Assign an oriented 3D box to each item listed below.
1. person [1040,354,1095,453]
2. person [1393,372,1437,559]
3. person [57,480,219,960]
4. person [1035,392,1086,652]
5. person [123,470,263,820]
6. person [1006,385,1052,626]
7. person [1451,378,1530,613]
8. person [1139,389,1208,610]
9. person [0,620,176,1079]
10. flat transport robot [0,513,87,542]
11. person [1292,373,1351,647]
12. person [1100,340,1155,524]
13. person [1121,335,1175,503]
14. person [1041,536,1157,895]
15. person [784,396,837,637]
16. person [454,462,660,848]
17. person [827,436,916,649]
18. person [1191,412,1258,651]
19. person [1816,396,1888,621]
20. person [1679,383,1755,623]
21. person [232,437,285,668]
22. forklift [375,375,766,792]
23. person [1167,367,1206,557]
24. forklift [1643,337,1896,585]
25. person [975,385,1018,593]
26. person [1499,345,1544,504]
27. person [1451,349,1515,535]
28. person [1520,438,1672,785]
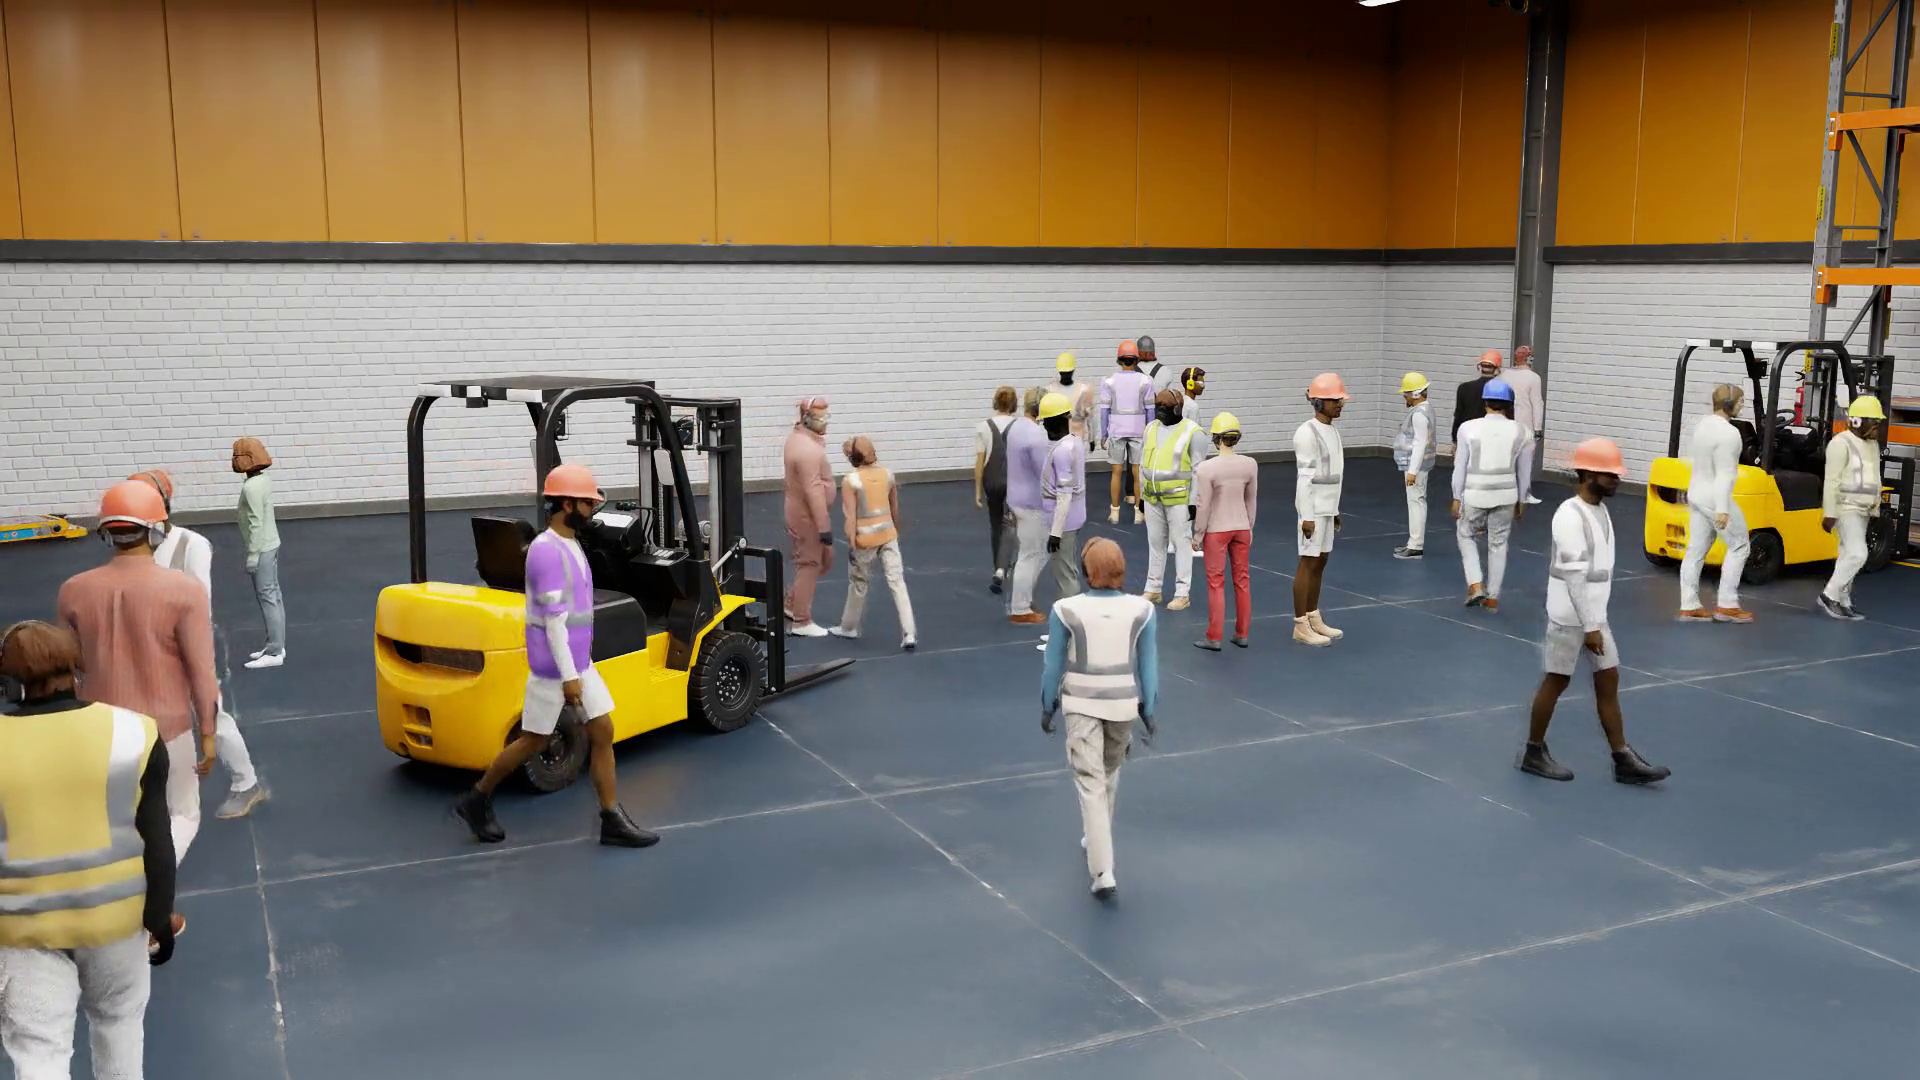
[{"bbox_3d":[1.195,-1.170,18.876,0.600,1.872,0.970,3,10,17],"label":"person"},{"bbox_3d":[4.442,-0.726,16.267,0.403,1.823,0.588,3,10,19],"label":"person"},{"bbox_3d":[-3.288,0.758,6.617,0.633,1.976,0.688,0,9,-1],"label":"person"},{"bbox_3d":[0.736,-0.130,12.274,0.382,1.917,0.585,2,9,10],"label":"person"},{"bbox_3d":[-3.873,0.567,8.213,0.594,1.844,0.977,3,10,17],"label":"person"},{"bbox_3d":[0.595,-0.260,13.115,0.489,1.911,0.622,-2,9,-11],"label":"person"},{"bbox_3d":[4.350,-0.361,13.661,0.634,1.927,0.449,1,9,4],"label":"person"},{"bbox_3d":[1.731,-0.339,13.826,0.621,1.837,0.429,9,12,43],"label":"person"},{"bbox_3d":[-2.629,1.126,4.873,0.623,1.803,0.922,-5,10,-27],"label":"person"},{"bbox_3d":[-9.873,-0.091,17.126,0.652,0.197,1.431,8,12,41],"label":"flat transport robot"},{"bbox_3d":[2.725,-0.232,12.514,0.378,2.045,0.605,6,11,32],"label":"person"},{"bbox_3d":[1.858,-1.194,18.471,0.611,2.048,0.364,1,9,5],"label":"person"},{"bbox_3d":[2.234,-1.457,20.127,0.684,2.000,0.538,0,9,0],"label":"person"},{"bbox_3d":[0.638,0.780,7.606,0.525,1.600,0.837,-2,9,-10],"label":"person"},{"bbox_3d":[-1.118,-0.163,12.594,0.417,1.881,0.677,-2,9,-11],"label":"person"},{"bbox_3d":[-1.990,0.565,8.052,0.970,1.895,0.556,1,9,9],"label":"person"},{"bbox_3d":[-0.631,0.015,12.390,0.589,1.589,0.872,-7,12,-38],"label":"person"},{"bbox_3d":[1.953,-0.060,12.303,0.523,1.770,0.315,-4,10,-24],"label":"person"},{"bbox_3d":[7.143,-0.245,13.282,0.623,1.817,0.434,-6,11,-35],"label":"person"},{"bbox_3d":[6.100,-0.283,13.211,0.701,1.916,0.661,0,9,1],"label":"person"},{"bbox_3d":[-4.977,0.087,11.801,0.286,1.633,0.501,-2,9,-12],"label":"person"},{"bbox_3d":[-2.268,0.149,9.685,1.214,2.155,2.313,6,11,32],"label":"forklift"},{"bbox_3d":[2.246,-0.768,16.396,0.315,1.864,0.528,-3,10,-17],"label":"person"},{"bbox_3d":[7.551,-0.789,15.507,2.313,2.155,1.214,-4,10,-25],"label":"forklift"},{"bbox_3d":[0.384,-0.452,14.653,0.522,1.815,0.902,2,9,12],"label":"person"},{"bbox_3d":[6.796,-1.391,20.121,0.408,1.913,0.642,-6,11,-31],"label":"person"},{"bbox_3d":[5.608,-1.049,17.806,0.640,1.970,0.583,4,10,23],"label":"person"},{"bbox_3d":[3.447,0.405,9.022,0.677,1.924,0.556,9,13,44],"label":"person"}]
